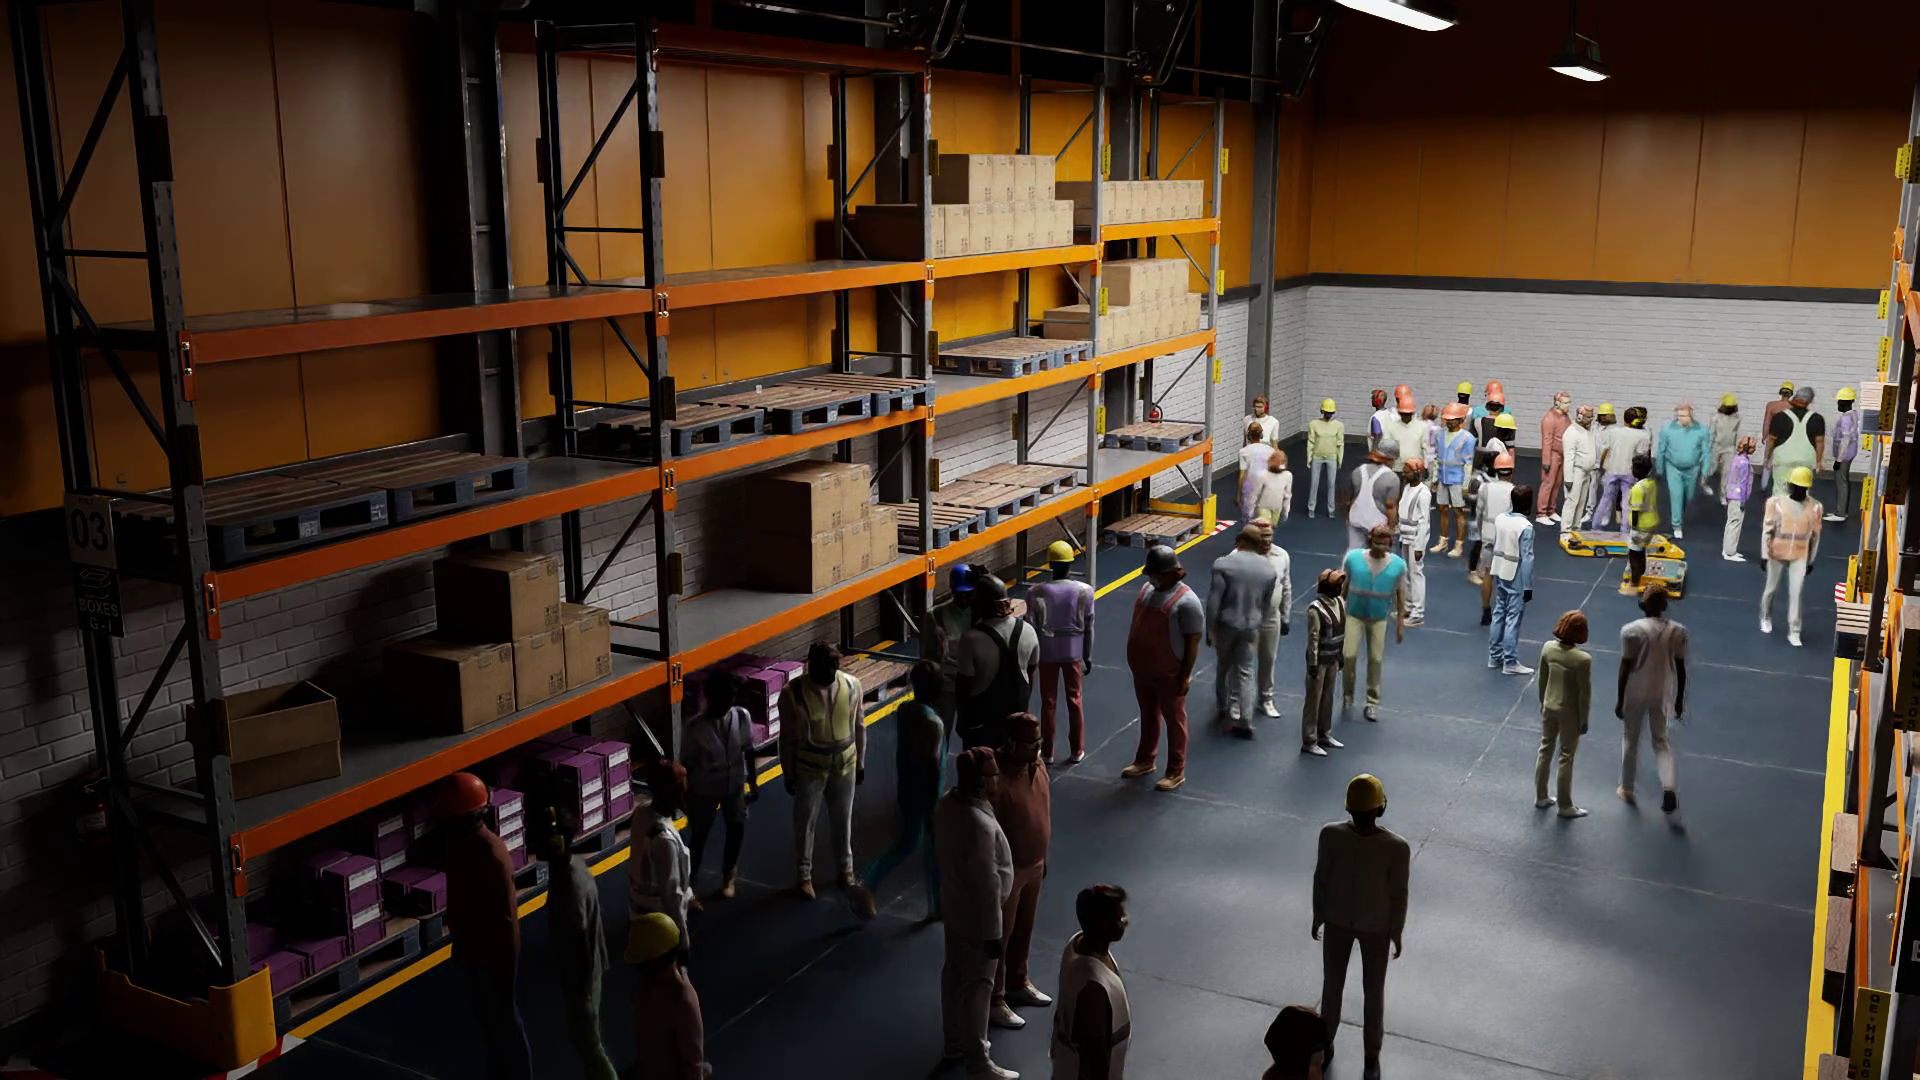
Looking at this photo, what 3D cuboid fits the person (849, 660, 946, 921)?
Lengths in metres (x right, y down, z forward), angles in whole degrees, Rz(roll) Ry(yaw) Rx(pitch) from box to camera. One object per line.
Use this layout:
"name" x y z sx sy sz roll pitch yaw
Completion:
"person" -0.327 1.693 11.057 0.776 1.822 0.517 -7 15 -30

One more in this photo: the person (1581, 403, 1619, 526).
"person" 9.112 -1.079 23.616 0.295 1.744 0.484 -11 17 -41

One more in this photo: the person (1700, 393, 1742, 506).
"person" 11.531 -1.417 25.238 0.515 1.700 0.772 1 13 6

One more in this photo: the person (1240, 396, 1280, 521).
"person" 4.277 -1.146 23.706 0.562 1.835 0.401 12 17 43

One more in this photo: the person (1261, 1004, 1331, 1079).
"person" 1.372 2.694 6.966 0.266 1.632 0.506 9 15 34

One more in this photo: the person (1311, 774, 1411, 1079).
"person" 2.198 2.129 9.197 0.522 1.769 0.317 6 14 24

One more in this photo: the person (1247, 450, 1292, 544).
"person" 3.841 -0.374 20.810 0.536 1.590 0.776 -5 14 -21

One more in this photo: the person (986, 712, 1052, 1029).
"person" 0.343 1.926 9.822 0.399 1.899 0.635 9 16 36

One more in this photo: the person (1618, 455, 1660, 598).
"person" 8.019 -0.167 19.646 0.543 1.686 0.390 -11 17 -41

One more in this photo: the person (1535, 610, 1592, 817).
"person" 4.723 1.344 13.010 0.284 1.633 0.501 -6 14 -24

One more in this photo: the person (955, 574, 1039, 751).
"person" 0.229 1.241 12.554 0.681 2.000 0.535 -7 15 -30

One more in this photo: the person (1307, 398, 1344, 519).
"person" 5.265 -1.173 23.999 0.527 1.762 0.340 2 13 8

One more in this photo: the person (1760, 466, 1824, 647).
"person" 8.883 0.138 17.821 0.599 1.915 0.738 4 13 16

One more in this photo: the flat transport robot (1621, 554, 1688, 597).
"flat transport robot" 8.460 0.418 20.231 0.652 0.197 1.431 6 14 26

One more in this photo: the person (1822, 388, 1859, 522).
"person" 12.643 -1.225 23.851 0.381 1.924 0.594 10 16 37

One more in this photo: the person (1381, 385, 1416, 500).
"person" 6.357 -1.288 24.105 0.542 1.939 0.364 -4 13 -17

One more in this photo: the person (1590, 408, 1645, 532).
"person" 8.989 -0.892 22.609 0.641 1.834 0.421 7 14 28

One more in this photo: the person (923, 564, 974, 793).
"person" -0.001 1.136 13.229 0.602 1.949 0.393 -3 13 -14

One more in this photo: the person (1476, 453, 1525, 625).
"person" 5.995 -0.017 18.498 0.562 1.910 0.660 8 15 31

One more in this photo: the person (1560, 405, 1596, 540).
"person" 8.336 -0.881 22.394 0.401 1.895 0.653 12 17 42

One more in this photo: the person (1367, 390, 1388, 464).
"person" 6.108 -1.271 24.235 0.389 1.848 0.563 8 15 31

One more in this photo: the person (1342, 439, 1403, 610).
"person" 4.757 -0.221 19.099 0.951 2.000 0.806 -11 17 -40

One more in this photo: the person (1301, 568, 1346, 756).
"person" 3.150 1.042 14.369 0.314 1.632 0.516 12 17 42

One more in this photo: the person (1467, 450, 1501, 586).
"person" 6.377 -0.269 20.119 0.578 1.674 0.379 -7 14 -27

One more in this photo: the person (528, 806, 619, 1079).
"person" -1.952 2.240 8.546 0.426 1.846 0.534 -6 14 -24

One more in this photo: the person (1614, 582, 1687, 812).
"person" 5.419 1.251 13.007 0.523 1.825 0.660 1 13 3

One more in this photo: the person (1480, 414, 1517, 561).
"person" 6.914 -0.674 21.406 0.396 1.920 0.587 4 13 16

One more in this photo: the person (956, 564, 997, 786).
"person" 0.149 1.137 13.222 0.385 1.957 0.602 -11 17 -40

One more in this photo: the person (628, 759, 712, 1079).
"person" -1.619 2.087 9.147 0.384 1.878 0.596 -5 14 -22

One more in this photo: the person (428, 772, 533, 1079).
"person" -2.509 2.142 8.676 0.433 1.981 0.630 -10 16 -36

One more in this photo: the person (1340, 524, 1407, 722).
"person" 3.766 0.727 15.341 0.637 1.825 0.654 2 13 9

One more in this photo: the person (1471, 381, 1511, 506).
"person" 7.691 -1.321 24.124 0.623 1.993 0.385 -2 13 -8

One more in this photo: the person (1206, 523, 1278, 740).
"person" 2.512 0.797 14.944 0.662 1.874 0.859 -1 13 -3

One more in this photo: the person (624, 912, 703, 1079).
"person" -1.339 2.502 7.548 0.327 1.761 0.524 -9 15 -34

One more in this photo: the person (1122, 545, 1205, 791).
"person" 1.614 1.018 13.552 0.536 2.000 0.674 -9 15 -35

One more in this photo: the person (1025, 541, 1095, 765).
"person" 0.837 0.959 14.078 0.589 1.923 0.383 -1 13 -4

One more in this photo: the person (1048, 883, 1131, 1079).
"person" 0.601 2.443 7.602 0.389 1.849 0.567 -1 13 -2

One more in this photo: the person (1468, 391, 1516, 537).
"person" 7.232 -1.016 22.690 0.612 2.030 0.403 4 13 17

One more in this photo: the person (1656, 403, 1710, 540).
"person" 9.962 -0.988 22.949 0.667 1.856 0.883 3 13 13

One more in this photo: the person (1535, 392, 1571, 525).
"person" 8.486 -1.167 23.667 0.395 1.900 0.654 11 17 41

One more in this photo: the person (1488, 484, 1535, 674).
"person" 5.532 0.387 16.651 0.388 1.919 0.594 -3 13 -14

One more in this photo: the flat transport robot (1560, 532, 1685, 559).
"flat transport robot" 8.697 0.054 21.863 1.431 0.197 0.652 2 13 9

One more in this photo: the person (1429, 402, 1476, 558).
"person" 6.376 -0.783 21.640 0.412 2.036 0.607 -8 15 -32

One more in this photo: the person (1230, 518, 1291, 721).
"person" 2.727 0.720 15.217 0.661 1.899 0.396 -3 13 -14

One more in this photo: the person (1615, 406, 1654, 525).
"person" 9.578 -1.055 23.605 0.529 1.697 0.321 -2 13 -10

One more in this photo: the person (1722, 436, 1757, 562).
"person" 10.037 -0.533 21.425 0.319 1.631 0.524 3 13 14

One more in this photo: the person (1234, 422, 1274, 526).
"person" 3.746 -0.585 21.174 0.514 1.842 0.324 -4 13 -17

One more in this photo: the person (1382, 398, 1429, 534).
"person" 6.054 -0.970 22.668 0.673 1.939 1.000 2 13 11

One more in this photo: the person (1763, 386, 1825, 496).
"person" 11.697 -1.175 23.368 0.723 2.000 0.537 4 13 15

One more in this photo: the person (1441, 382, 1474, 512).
"person" 7.366 -1.370 24.526 0.583 1.918 0.394 10 16 38

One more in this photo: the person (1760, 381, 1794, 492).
"person" 12.789 -1.596 25.911 0.532 1.754 0.342 6 14 25

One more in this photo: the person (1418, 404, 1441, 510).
"person" 6.842 -1.204 24.470 0.499 1.613 0.564 -8 15 -32

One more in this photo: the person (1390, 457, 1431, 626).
"person" 5.017 0.009 18.437 0.339 1.878 0.573 -1 13 -5

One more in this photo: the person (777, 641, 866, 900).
"person" -0.941 1.578 11.525 0.630 1.836 0.430 -5 14 -23

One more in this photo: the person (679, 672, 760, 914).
"person" -1.661 1.692 11.354 0.553 1.673 0.360 -9 15 -35

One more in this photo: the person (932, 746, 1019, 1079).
"person" 0.096 2.057 9.200 0.405 1.911 0.636 -5 13 -21
